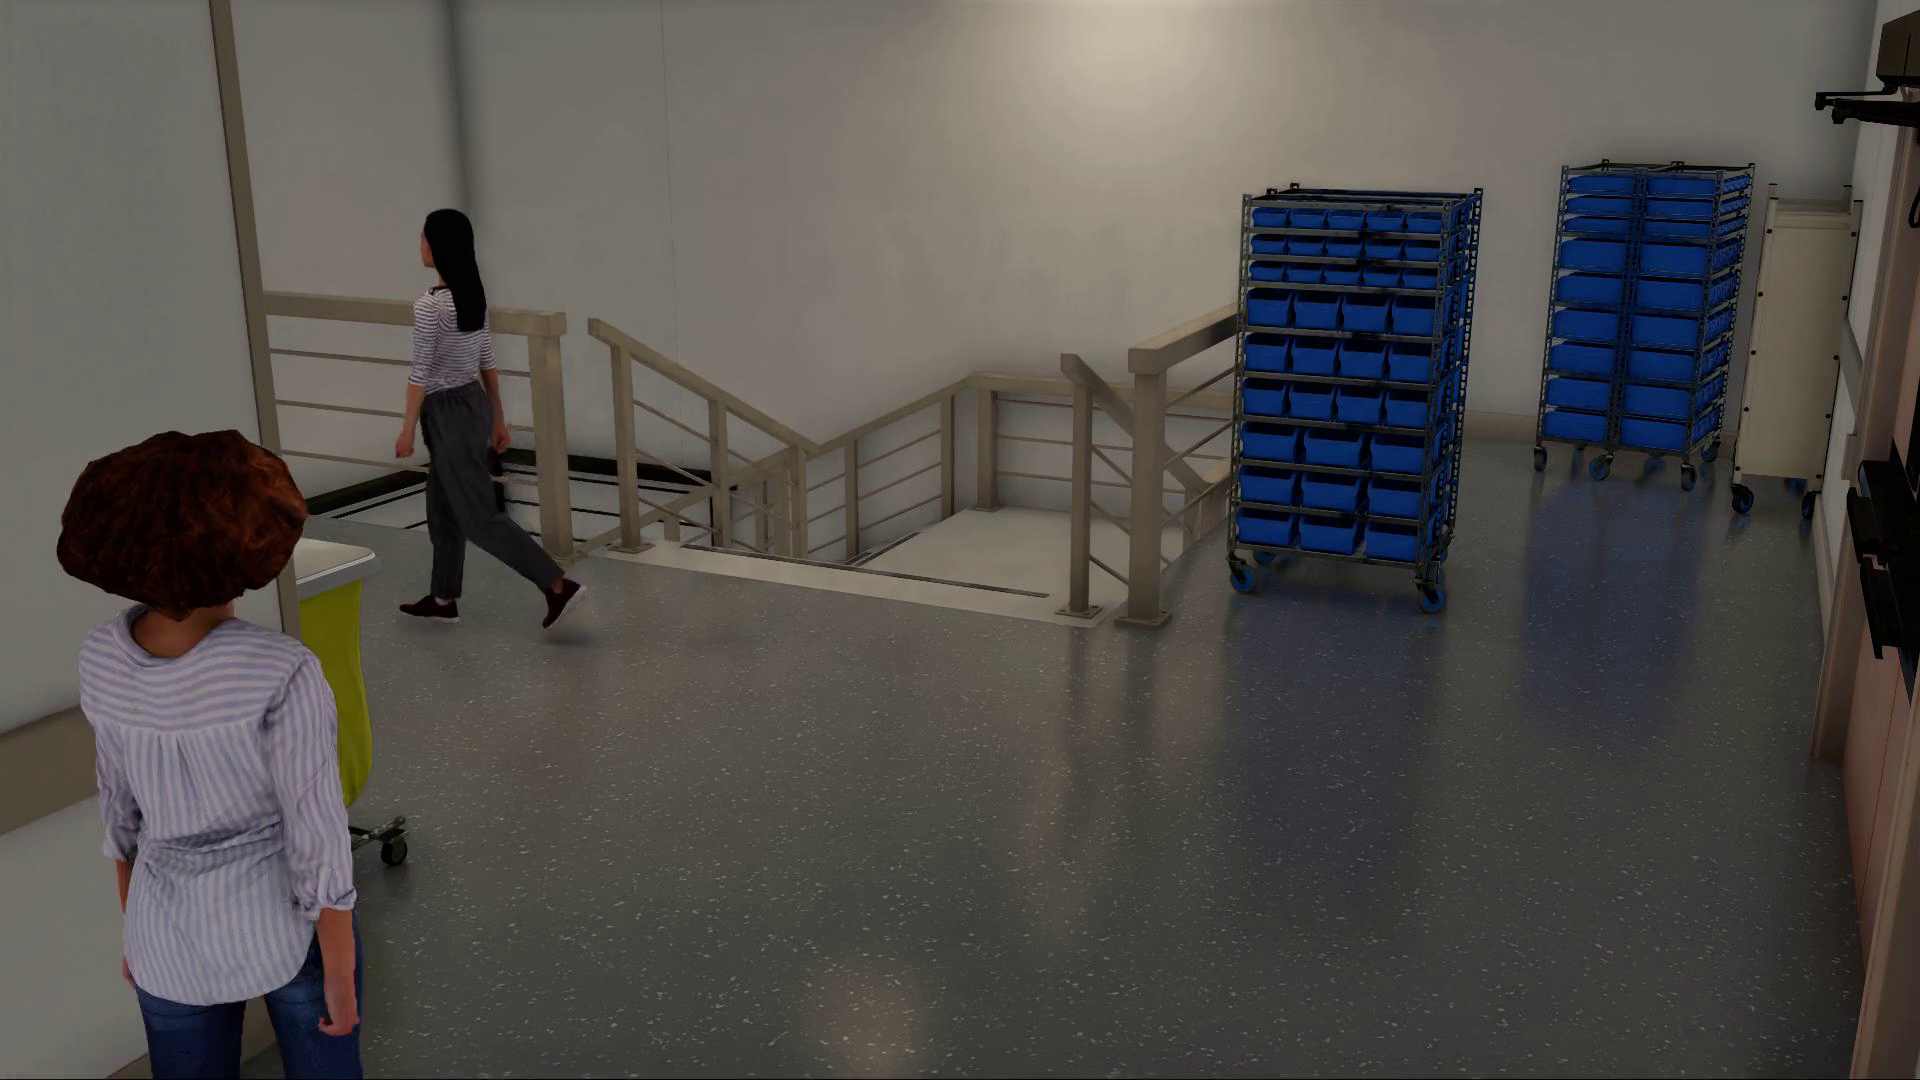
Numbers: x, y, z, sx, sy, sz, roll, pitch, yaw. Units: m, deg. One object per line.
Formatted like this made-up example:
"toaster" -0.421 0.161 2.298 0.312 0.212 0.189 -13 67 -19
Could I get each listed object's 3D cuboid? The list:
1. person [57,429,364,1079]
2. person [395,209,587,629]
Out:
"person" -1.253 0.679 2.747 0.790 1.686 1.068 3 16 12
"person" -1.906 -0.427 6.638 0.838 1.703 1.087 3 16 11
